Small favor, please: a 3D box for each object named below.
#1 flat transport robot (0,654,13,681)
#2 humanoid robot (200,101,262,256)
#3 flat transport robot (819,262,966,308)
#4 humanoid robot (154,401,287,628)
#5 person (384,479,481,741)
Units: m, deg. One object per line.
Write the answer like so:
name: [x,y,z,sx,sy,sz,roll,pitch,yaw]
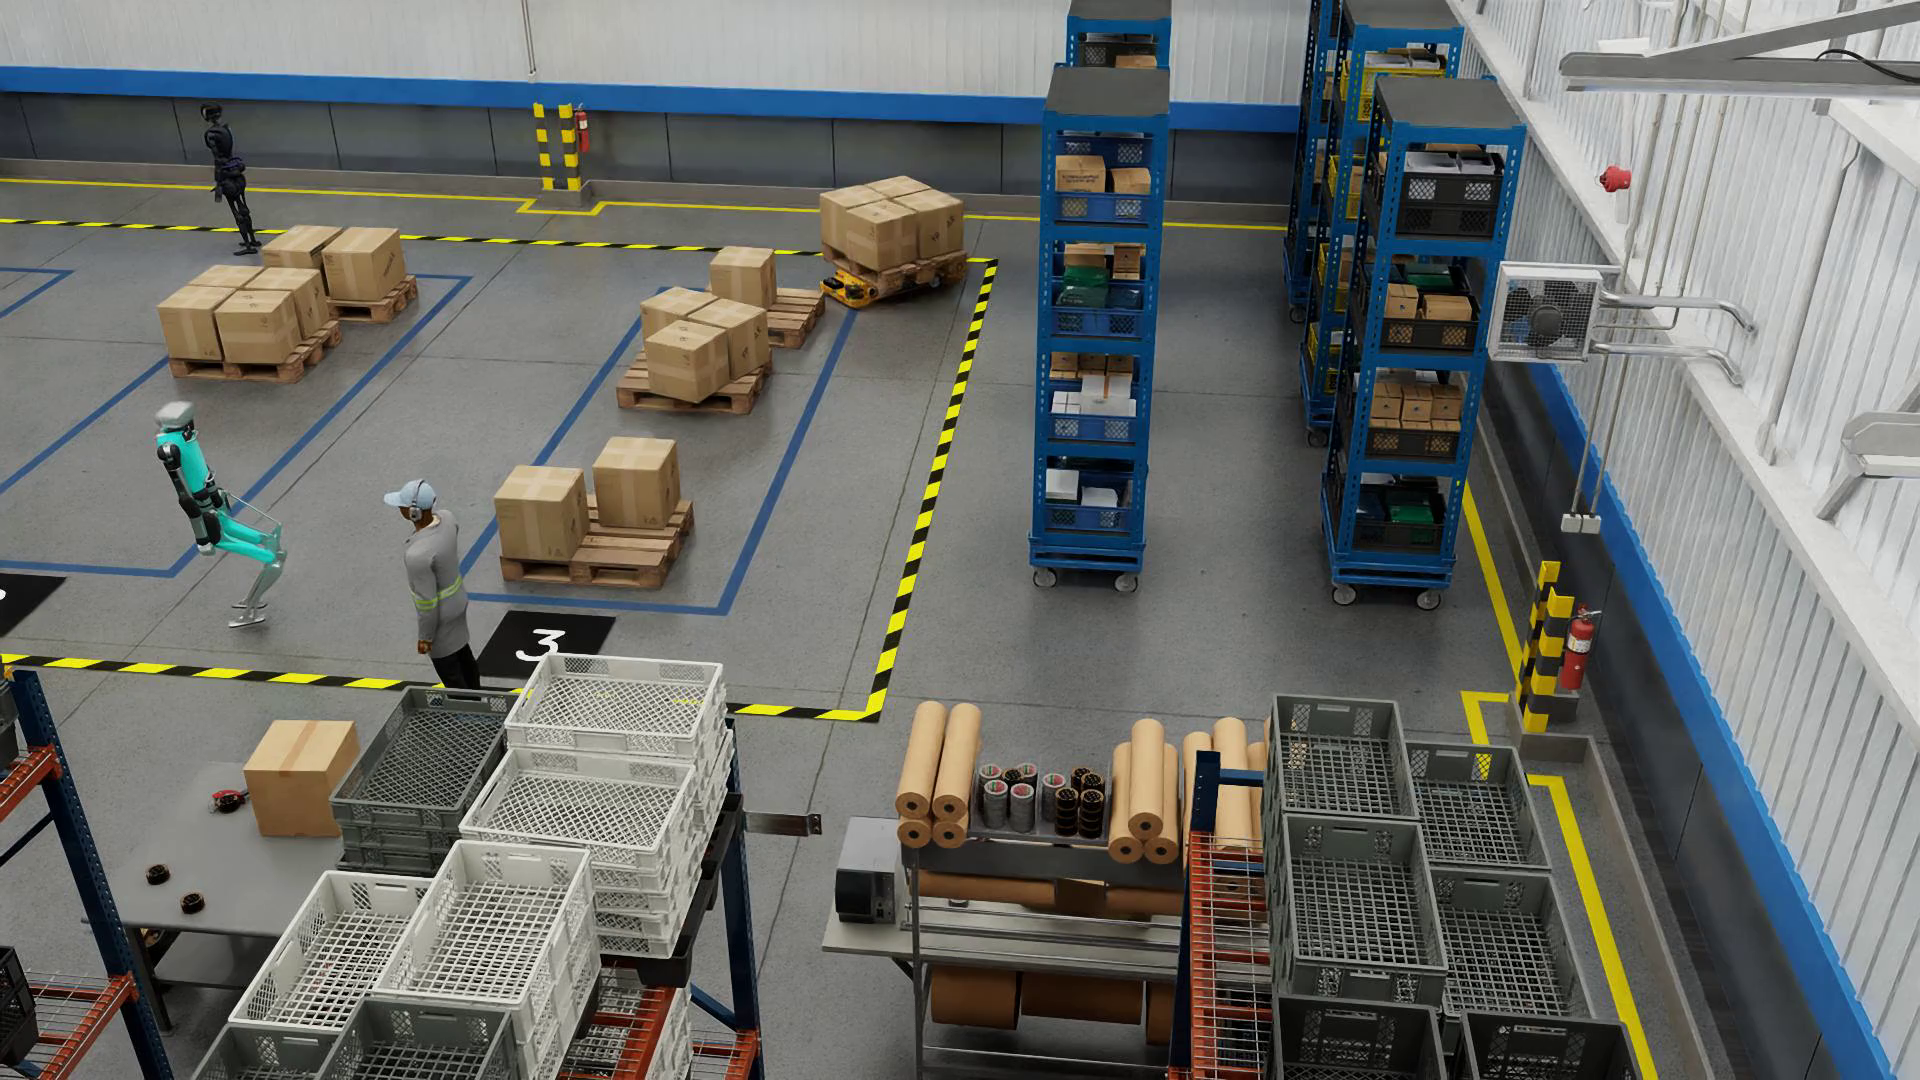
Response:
flat transport robot: [-7.142,0.969,11.010,1.431,0.231,0.659,3,30,6]
humanoid robot: [-7.913,-3.920,17.990,0.315,1.659,0.599,-3,30,-4]
flat transport robot: [-0.701,-2.773,17.408,1.431,0.197,0.652,-20,36,-30]
humanoid robot: [-4.968,-0.182,11.398,0.735,1.673,0.533,-5,31,-9]
person: [-3.247,0.443,10.339,0.366,1.852,0.589,1,30,2]
